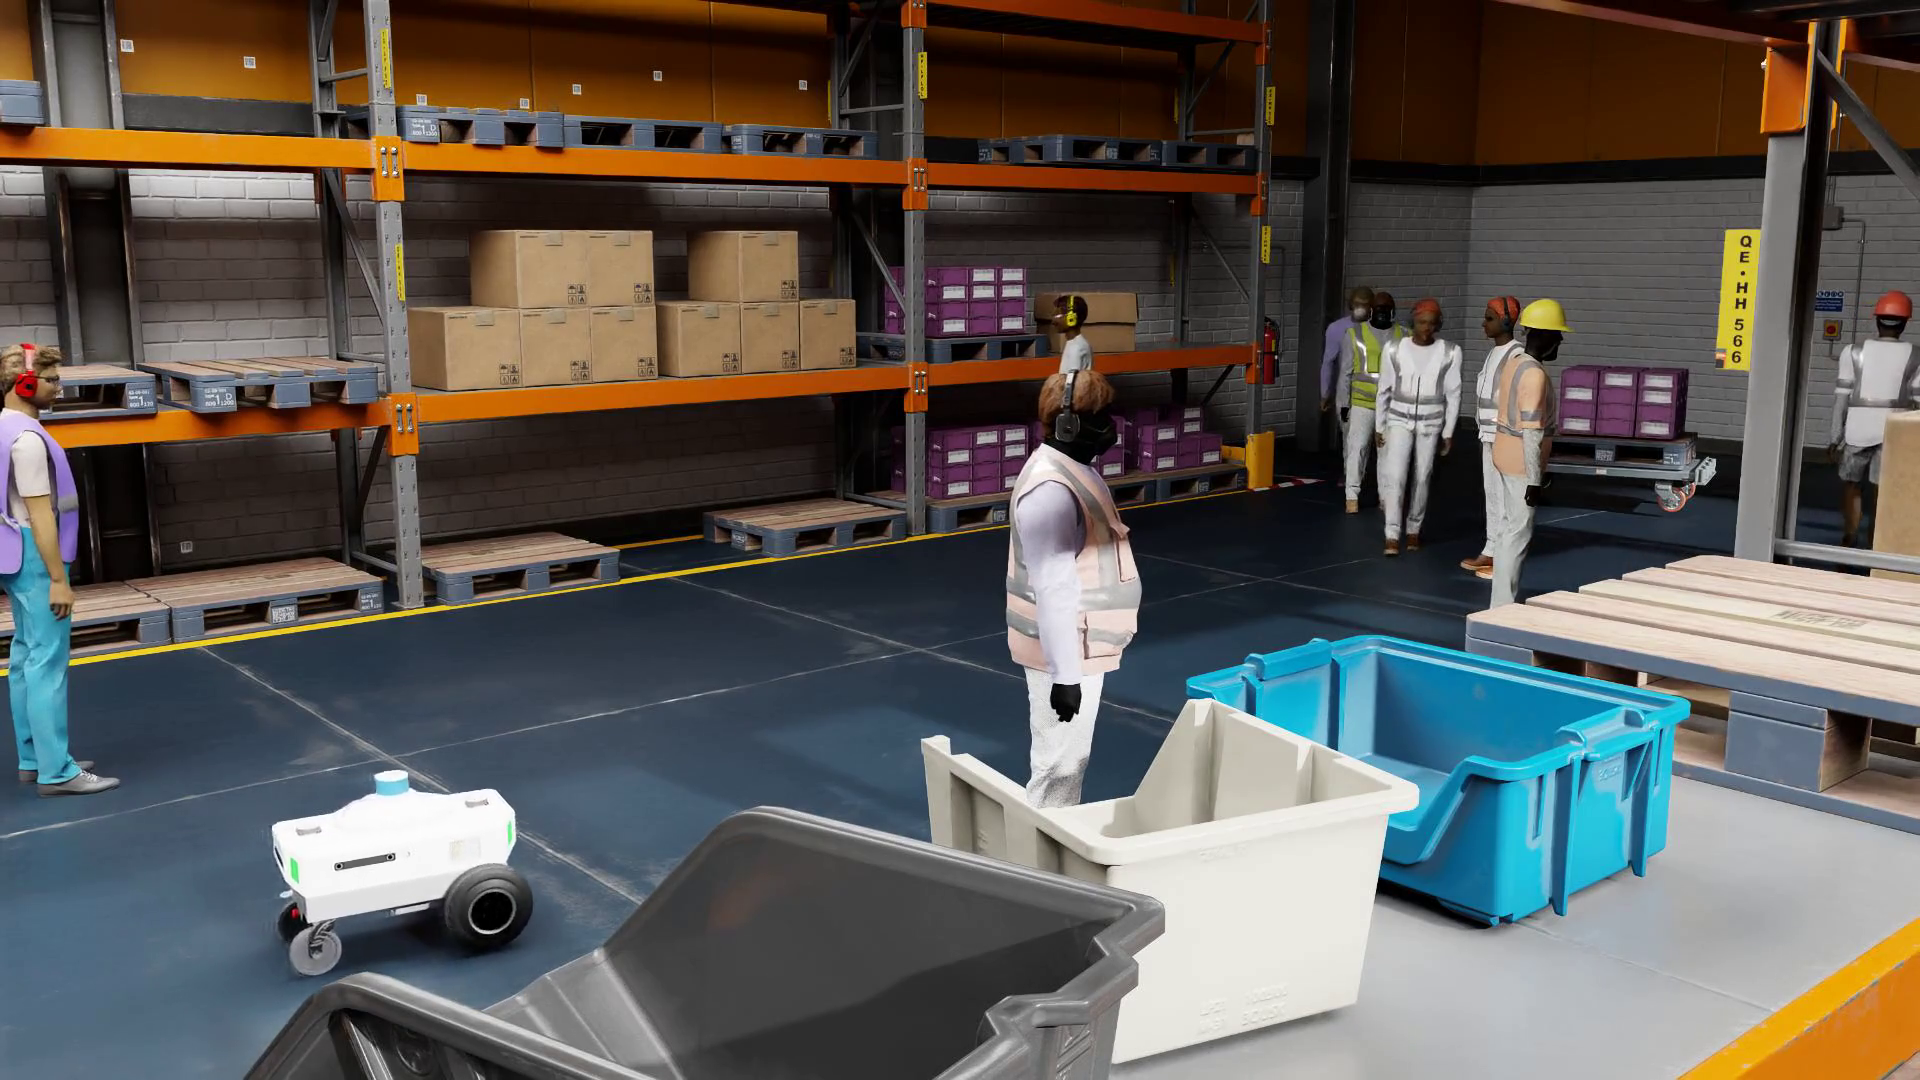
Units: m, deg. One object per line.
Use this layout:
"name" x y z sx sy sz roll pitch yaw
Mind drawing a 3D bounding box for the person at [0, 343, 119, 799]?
"person" -3.745 0.130 6.736 0.380 1.846 0.569 -9 13 -41

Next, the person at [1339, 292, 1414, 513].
"person" 3.457 -1.129 13.780 0.633 1.839 0.429 0 10 -2

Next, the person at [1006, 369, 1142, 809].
"person" 0.367 0.371 5.371 0.429 1.844 0.625 1 10 8

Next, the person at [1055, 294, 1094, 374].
"person" 0.817 -0.842 12.119 0.324 1.861 0.528 1 10 6

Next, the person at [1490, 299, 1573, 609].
"person" 3.312 -0.436 9.689 0.395 1.919 0.582 1 10 8

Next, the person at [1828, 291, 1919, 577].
"person" 6.177 -0.704 11.176 0.576 1.912 0.693 6 12 30

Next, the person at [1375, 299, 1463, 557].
"person" 3.258 -0.792 11.877 0.591 1.839 0.859 3 11 16

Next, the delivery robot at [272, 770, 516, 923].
"delivery robot" -1.800 0.979 5.303 0.707 0.478 0.477 -6 12 -29

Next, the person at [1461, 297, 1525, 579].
"person" 3.621 -0.681 11.143 0.337 1.882 0.583 0 10 0

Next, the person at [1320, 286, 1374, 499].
"person" 3.554 -1.330 14.881 0.647 1.863 1.154 5 11 26
